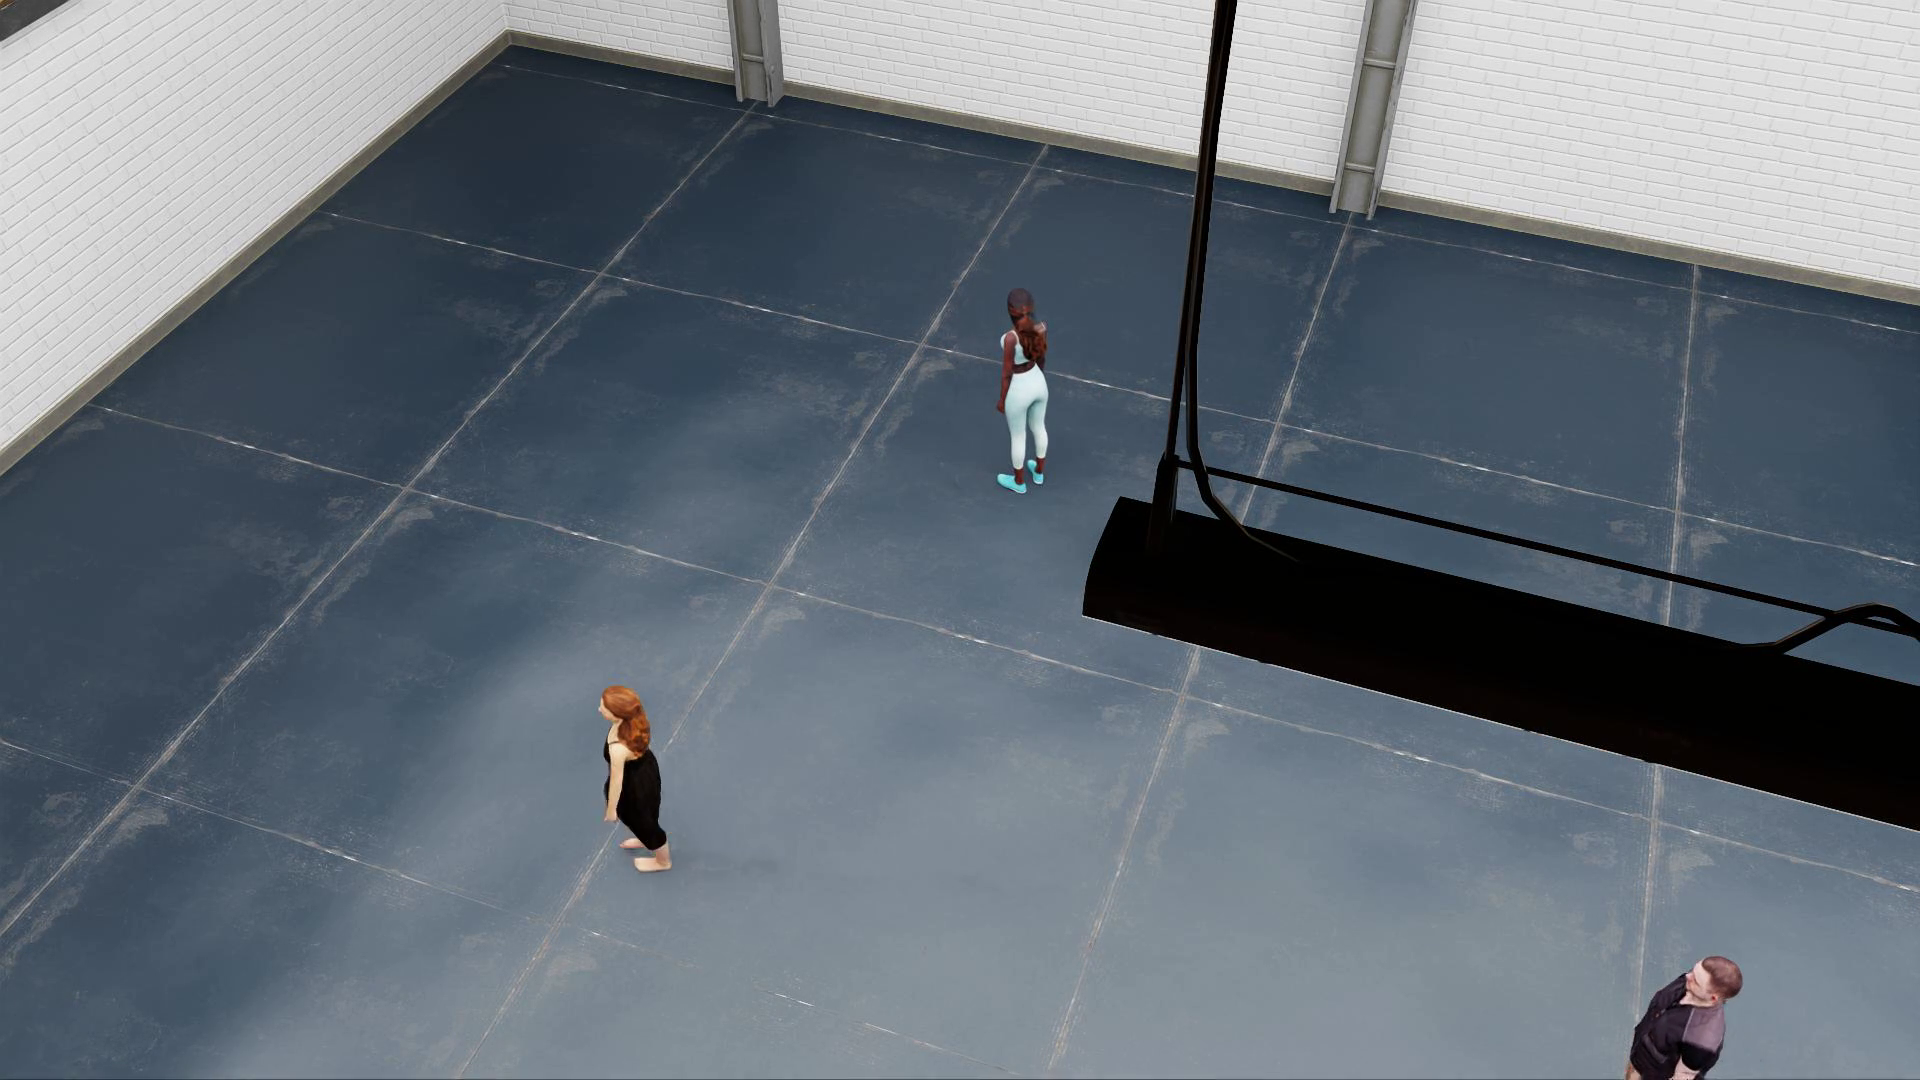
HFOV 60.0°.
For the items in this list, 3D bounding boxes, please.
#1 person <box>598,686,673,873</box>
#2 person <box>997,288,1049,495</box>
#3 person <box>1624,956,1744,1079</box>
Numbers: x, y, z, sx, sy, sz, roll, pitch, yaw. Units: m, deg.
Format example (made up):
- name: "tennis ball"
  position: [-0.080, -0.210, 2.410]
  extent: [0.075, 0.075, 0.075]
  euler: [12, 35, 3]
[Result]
- name: "person"
  position: [-1.769, 1.387, 9.475]
  extent: [0.686, 1.617, 0.672]
  euler: [4, 44, 4]
- name: "person"
  position: [0.463, -1.068, 11.973]
  extent: [0.651, 1.726, 0.681]
  euler: [-27, 50, -26]
- name: "person"
  position: [3.466, 2.556, 8.081]
  extent: [0.607, 1.846, 0.673]
  euler: [14, 45, 14]
